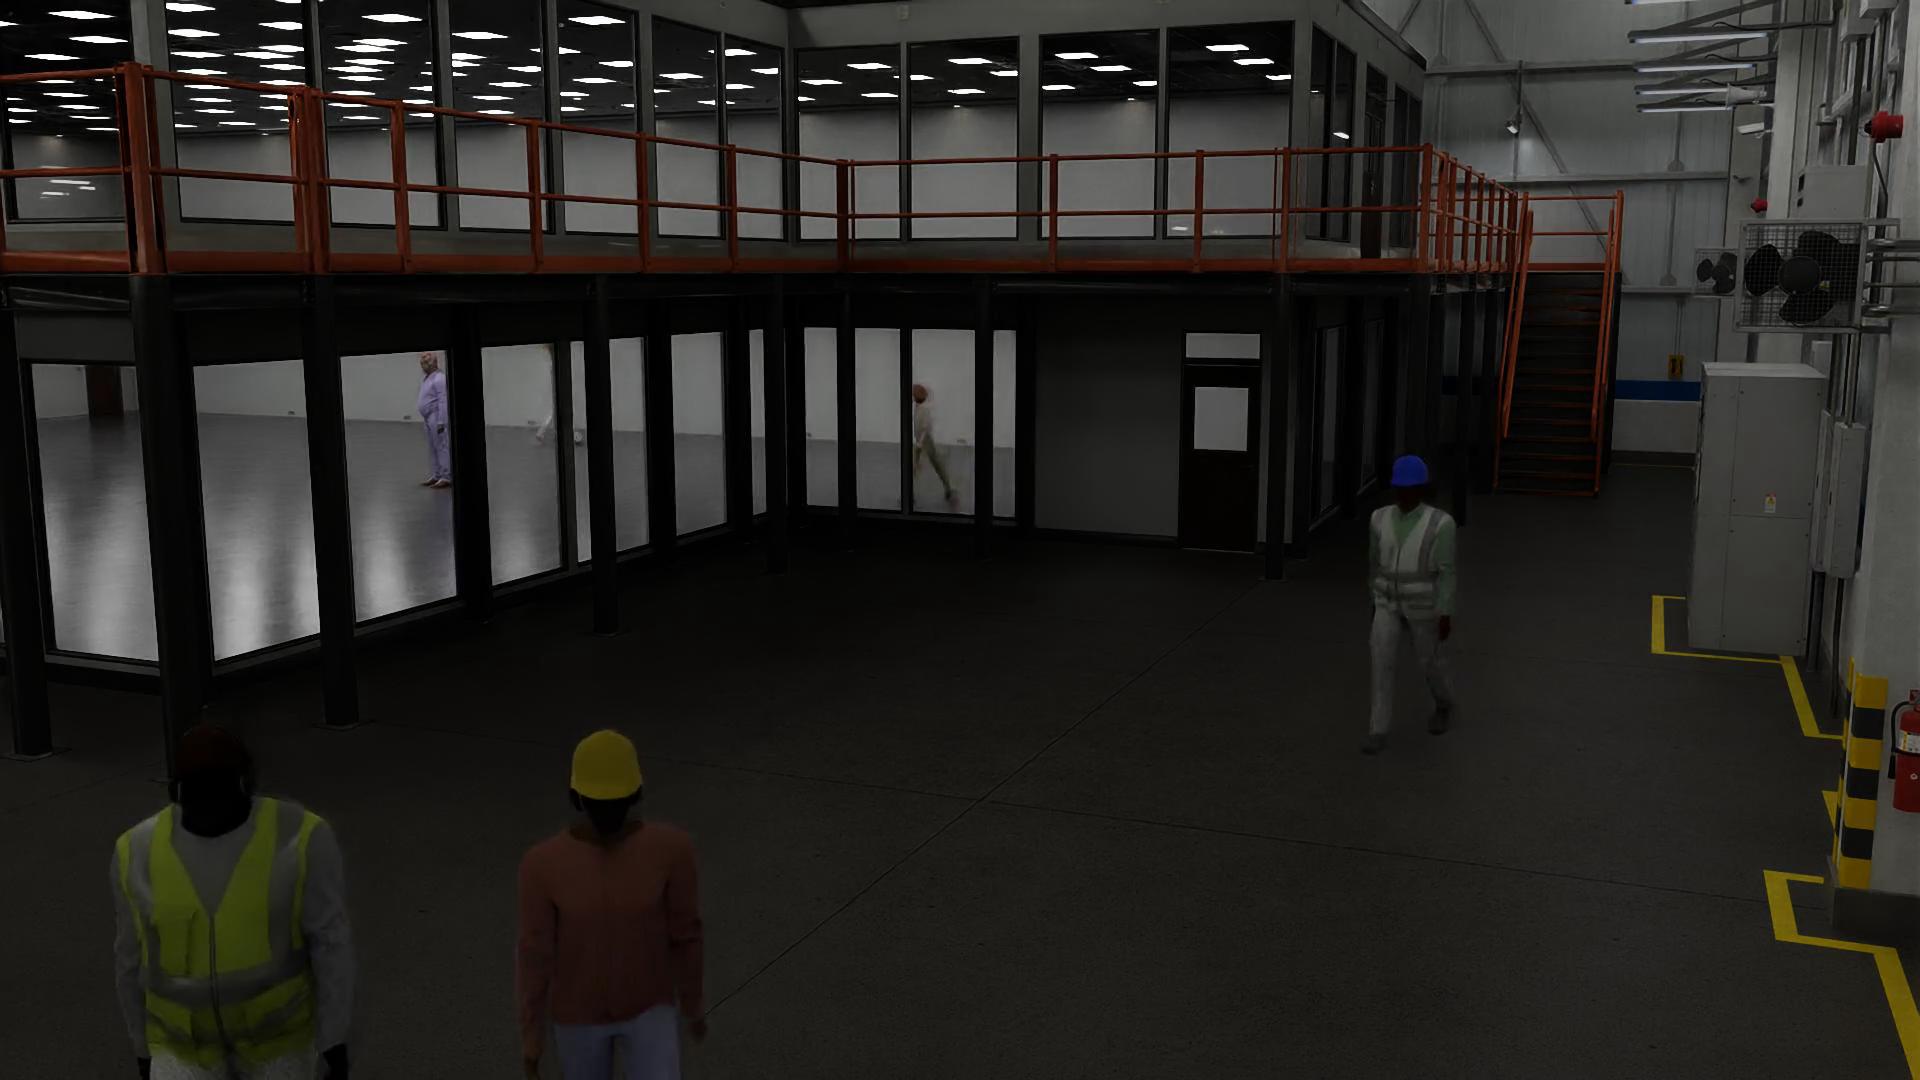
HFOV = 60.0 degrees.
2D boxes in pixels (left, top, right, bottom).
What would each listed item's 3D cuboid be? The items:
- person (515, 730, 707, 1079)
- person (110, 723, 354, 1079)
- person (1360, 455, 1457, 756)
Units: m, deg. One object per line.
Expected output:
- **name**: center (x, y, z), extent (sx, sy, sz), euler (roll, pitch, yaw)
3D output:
- **person**: center (-0.994, 1.417, 4.792), extent (0.548, 1.741, 0.710), euler (-2, 9, -13)
- **person**: center (-2.026, 1.418, 4.637), extent (0.645, 1.816, 0.823), euler (-2, 9, -14)
- **person**: center (2.924, 0.386, 10.674), extent (0.615, 1.913, 0.923), euler (8, 12, 40)
